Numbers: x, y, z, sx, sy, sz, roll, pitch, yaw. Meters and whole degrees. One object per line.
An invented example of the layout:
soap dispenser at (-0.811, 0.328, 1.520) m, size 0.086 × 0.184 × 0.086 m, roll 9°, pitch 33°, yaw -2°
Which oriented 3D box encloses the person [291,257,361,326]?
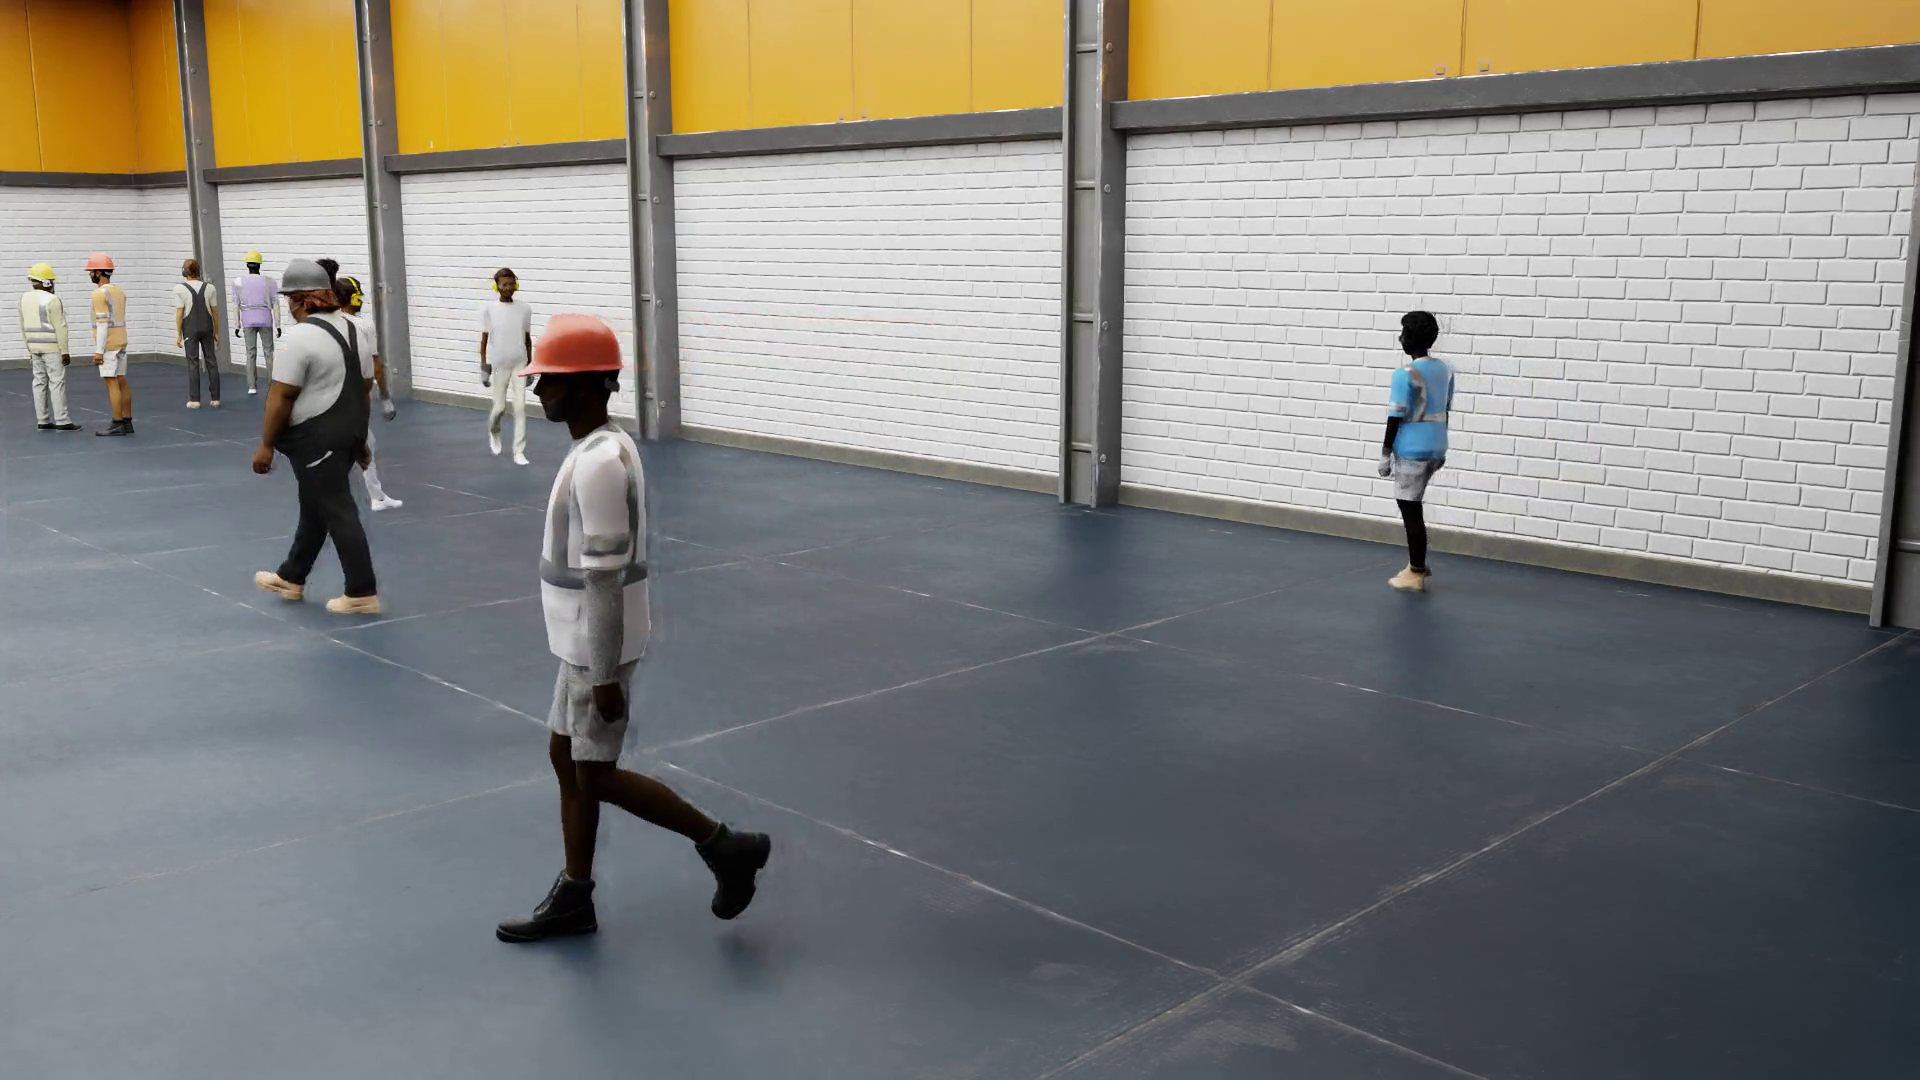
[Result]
person at (-5.673, -1.562, 14.943) m, size 0.609 × 1.939 × 0.804 m, roll -4°, pitch 11°, yaw -20°

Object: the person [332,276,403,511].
person at (-4.622, -1.071, 12.576) m, size 0.514 × 1.836 × 0.933 m, roll 5°, pitch 12°, yaw 26°

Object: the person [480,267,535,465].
person at (-4.274, -1.644, 15.664) m, size 0.513 × 1.849 × 0.747 m, roll -6°, pitch 12°, yaw -30°

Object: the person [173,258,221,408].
person at (-9.436, -2.550, 20.585) m, size 0.506 × 1.847 × 0.346 m, roll -9°, pitch 14°, yaw -41°

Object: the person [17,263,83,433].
person at (-9.873, -2.075, 18.026) m, size 0.591 × 1.833 × 0.403 m, roll 4°, pitch 11°, yaw 21°

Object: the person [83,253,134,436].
person at (-9.081, -2.072, 17.724) m, size 0.361 × 1.938 × 0.545 m, roll -1°, pitch 10°, yaw -4°

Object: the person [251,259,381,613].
person at (-3.726, -0.599, 9.411) m, size 0.968 × 2.000 × 0.698 m, roll 2°, pitch 11°, yaw 9°

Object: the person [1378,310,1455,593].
person at (2.687, -0.527, 9.962) m, size 0.552 × 1.682 × 0.434 m, roll -10°, pitch 14°, yaw -42°

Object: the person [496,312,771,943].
person at (-1.002, 0.283, 4.953) m, size 0.757 × 1.918 × 0.549 m, roll -2°, pitch 11°, yaw -10°

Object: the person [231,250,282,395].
person at (-9.435, -2.913, 22.339) m, size 0.595 × 1.925 × 0.373 m, roll -3°, pitch 11°, yaw -17°
